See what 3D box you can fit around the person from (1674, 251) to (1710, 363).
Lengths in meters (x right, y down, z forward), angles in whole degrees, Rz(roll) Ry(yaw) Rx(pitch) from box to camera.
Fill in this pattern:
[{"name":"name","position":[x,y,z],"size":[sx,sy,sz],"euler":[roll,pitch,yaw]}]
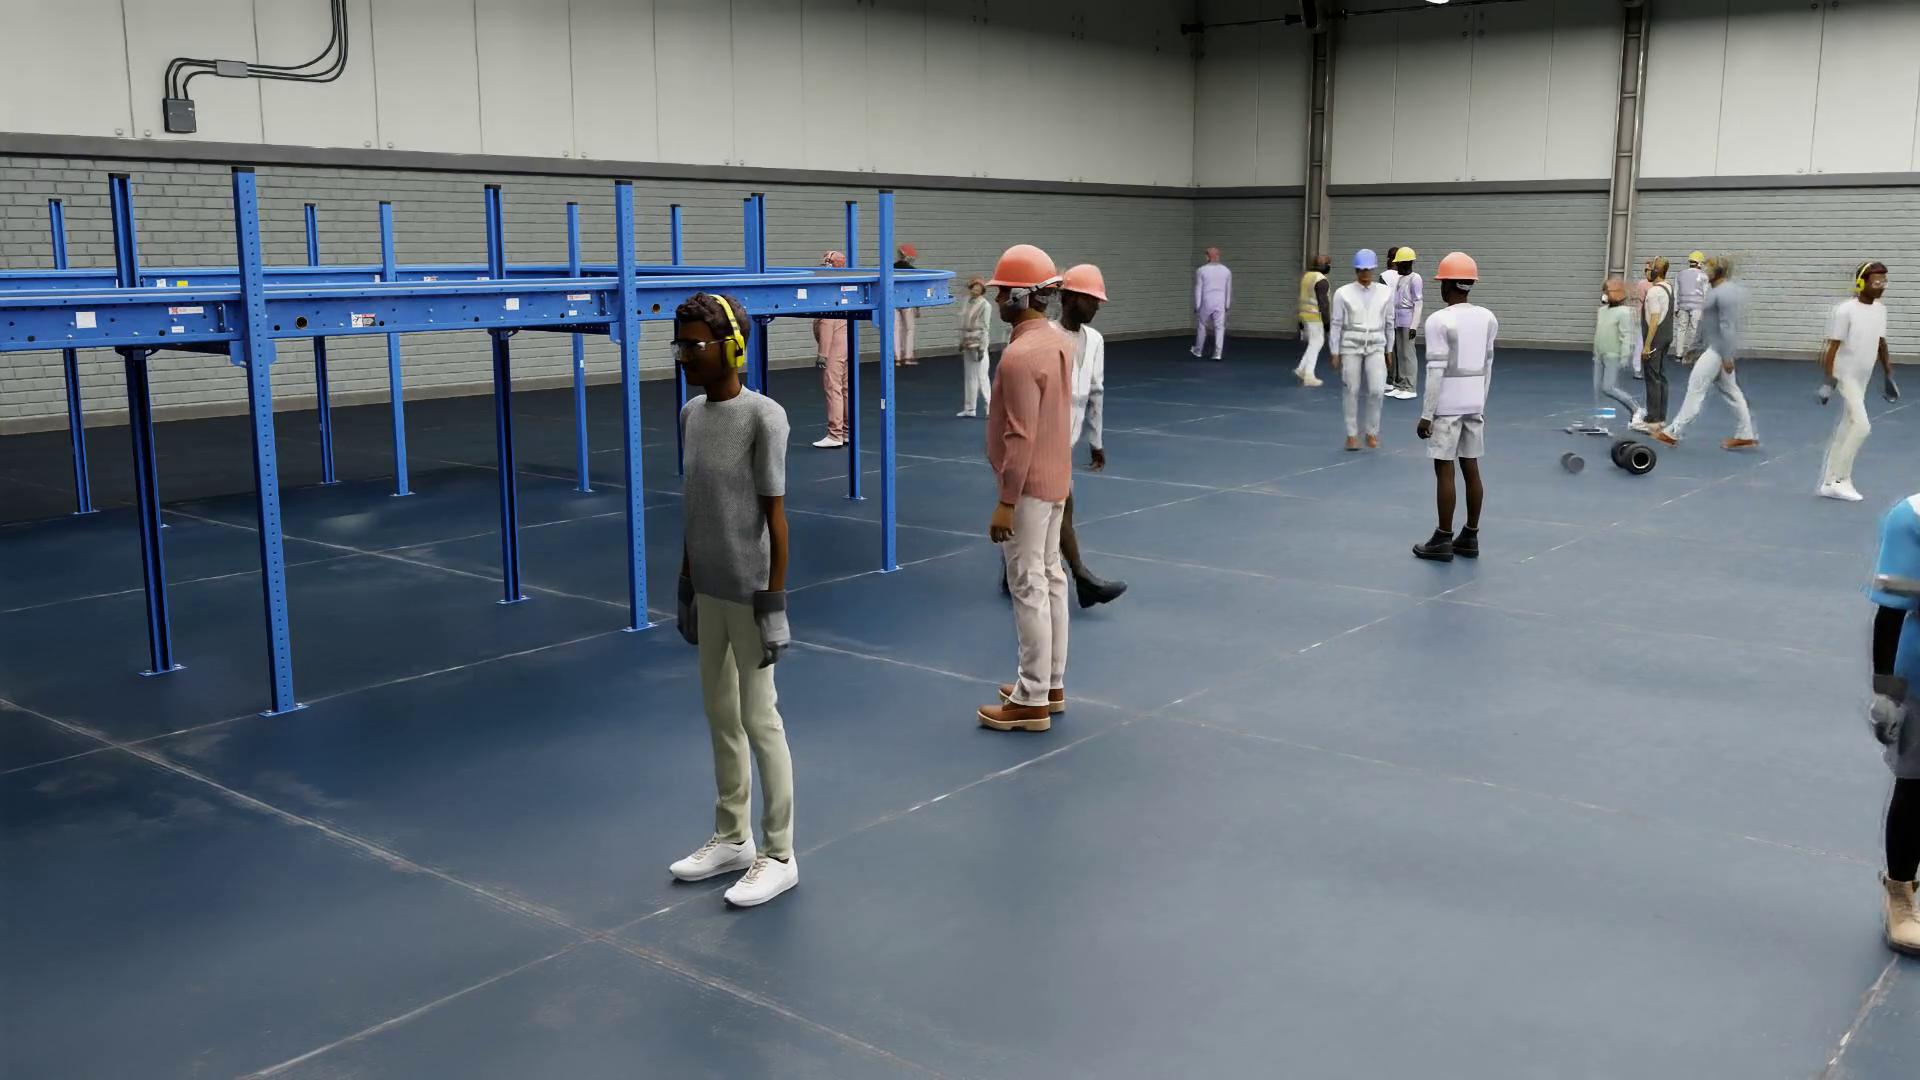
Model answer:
[{"name":"person","position":[12.147,-3.863,27.587],"size":[0.403,1.827,0.599],"euler":[-9,13,-40]}]

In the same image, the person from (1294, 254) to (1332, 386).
[{"name":"person","position":[4.957,-3.073,23.242],"size":[0.446,1.822,0.689],"euler":[-2,10,-11]}]

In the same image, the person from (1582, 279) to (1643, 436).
[{"name":"person","position":[6.777,-1.886,17.227],"size":[0.523,1.619,0.504],"euler":[-2,10,-11]}]

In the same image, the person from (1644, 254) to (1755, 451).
[{"name":"person","position":[7.226,-1.804,16.036],"size":[1.037,1.881,0.653],"euler":[3,11,18]}]

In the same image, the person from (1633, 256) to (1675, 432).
[{"name":"person","position":[7.388,-2.082,17.678],"size":[0.325,1.843,0.517],"euler":[9,14,41]}]

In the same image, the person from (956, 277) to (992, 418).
[{"name":"person","position":[0.157,-2.176,18.866],"size":[0.325,1.610,0.609],"euler":[-7,12,-33]}]

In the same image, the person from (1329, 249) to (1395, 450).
[{"name":"person","position":[3.859,-1.805,15.909],"size":[0.639,1.922,0.664],"euler":[0,10,3]}]

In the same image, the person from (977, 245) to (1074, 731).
[{"name":"person","position":[0.278,-0.217,6.925],"size":[0.379,1.996,0.610],"euler":[4,11,20]}]

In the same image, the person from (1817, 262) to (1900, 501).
[{"name":"person","position":[7.000,-1.222,12.908],"size":[0.517,1.845,0.590],"euler":[-6,12,-31]}]

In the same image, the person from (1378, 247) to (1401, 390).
[{"name":"person","position":[5.904,-3.011,22.621],"size":[0.598,1.917,0.375],"euler":[-7,12,-33]}]

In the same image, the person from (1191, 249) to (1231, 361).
[{"name":"person","position":[4.224,-3.979,28.133],"size":[0.673,1.856,0.959],"euler":[-2,10,-11]}]

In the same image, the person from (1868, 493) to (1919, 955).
[{"name":"person","position":[2.695,0.407,4.412],"size":[0.550,1.643,0.877],"euler":[3,11,14]}]

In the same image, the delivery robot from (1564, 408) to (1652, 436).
[{"name":"delivery robot","position":[5.718,-1.048,14.661],"size":[0.698,0.223,0.335],"euler":[1,10,7]}]

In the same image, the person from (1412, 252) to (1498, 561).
[{"name":"person","position":[3.131,-0.848,10.582],"size":[0.543,1.939,0.371],"euler":[-5,12,-27]}]

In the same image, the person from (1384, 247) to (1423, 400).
[{"name":"person","position":[5.684,-2.769,21.262],"size":[0.371,1.923,0.594],"euler":[-1,10,-8]}]

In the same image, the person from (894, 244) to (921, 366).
[{"name":"person","position":[-0.949,-3.792,26.909],"size":[0.662,1.948,0.377],"euler":[3,11,15]}]

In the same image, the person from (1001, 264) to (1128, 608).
[{"name":"person","position":[0.564,-0.578,9.235],"size":[0.927,1.879,0.564],"euler":[10,14,43]}]

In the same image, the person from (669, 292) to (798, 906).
[{"name":"person","position":[-0.706,0.177,5.125],"size":[0.319,1.864,0.516],"euler":[-10,14,-44]}]

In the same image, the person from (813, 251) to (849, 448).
[{"name":"person","position":[-1.235,-1.864,16.299],"size":[0.409,1.907,0.651],"euler":[4,11,23]}]

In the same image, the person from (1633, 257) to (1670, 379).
[{"name":"person","position":[10.121,-3.240,24.310],"size":[0.524,1.769,0.325],"euler":[-2,10,-10]}]
